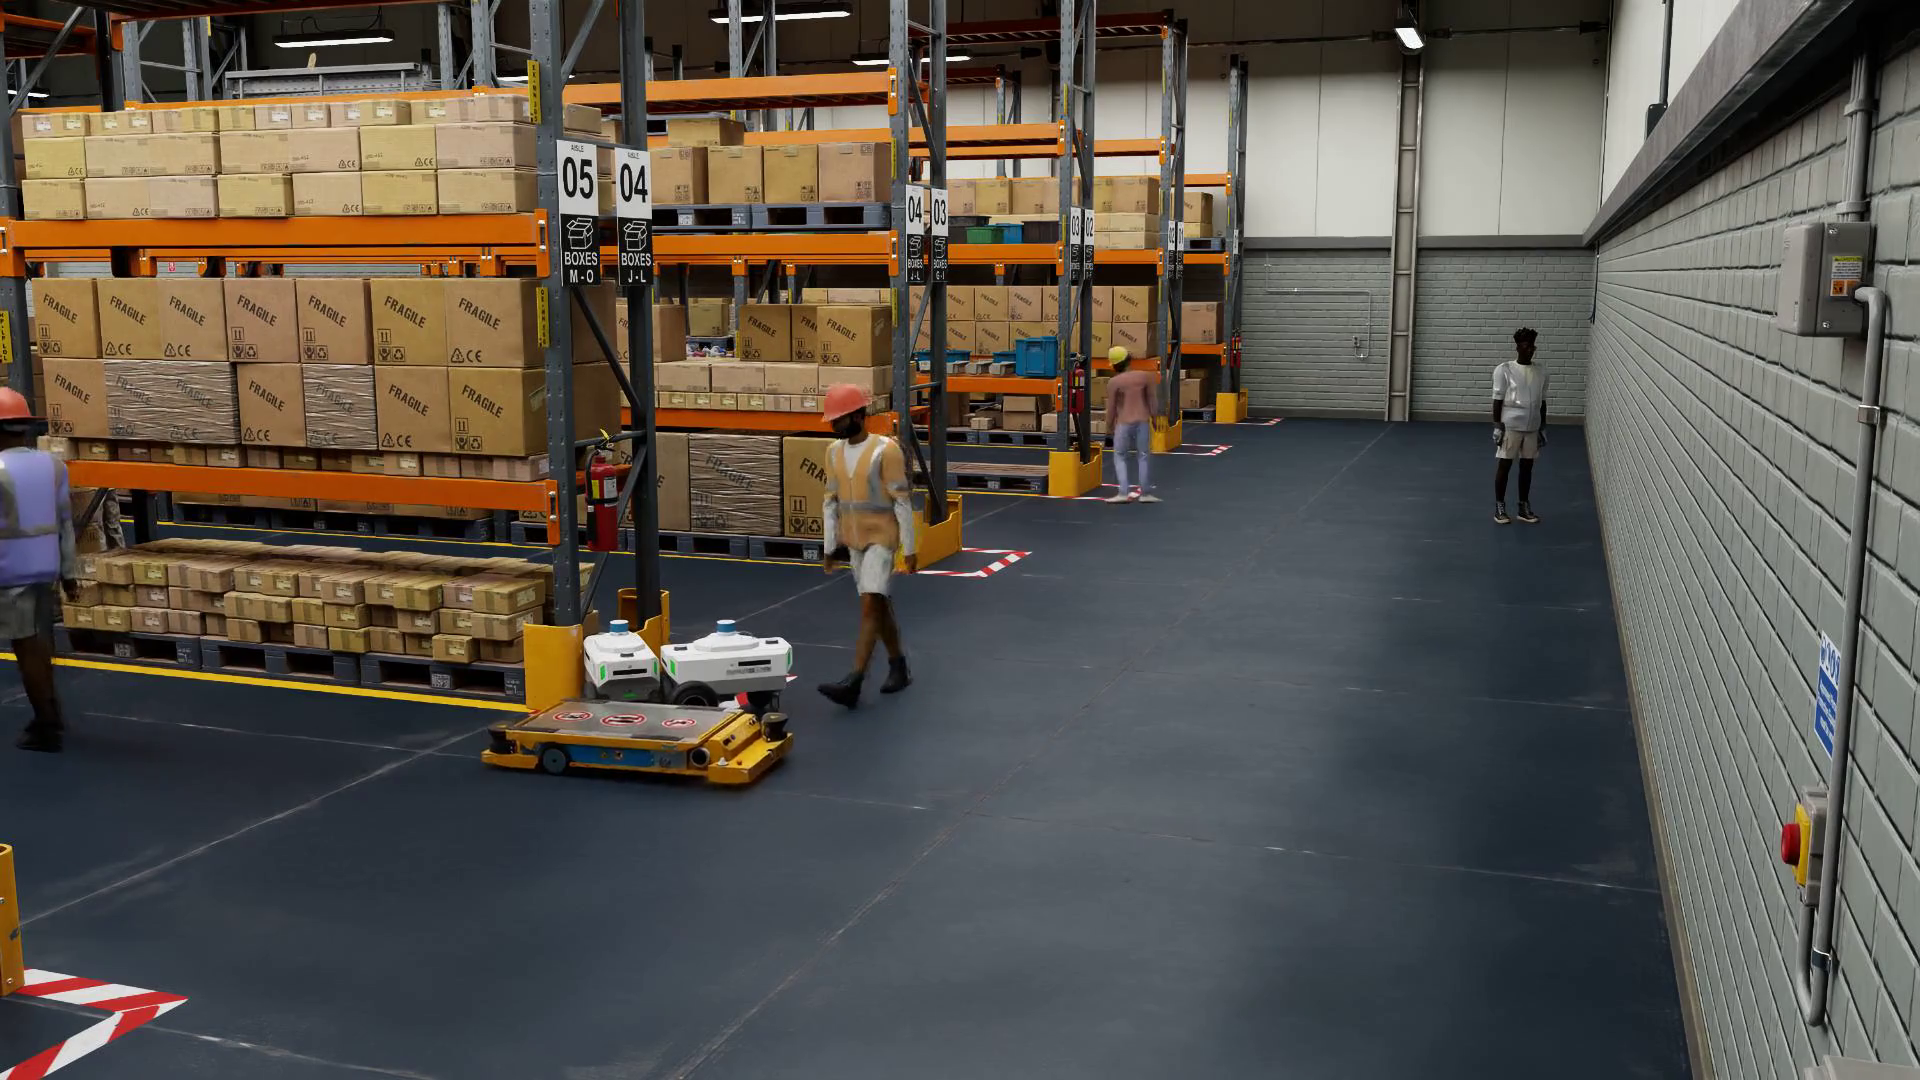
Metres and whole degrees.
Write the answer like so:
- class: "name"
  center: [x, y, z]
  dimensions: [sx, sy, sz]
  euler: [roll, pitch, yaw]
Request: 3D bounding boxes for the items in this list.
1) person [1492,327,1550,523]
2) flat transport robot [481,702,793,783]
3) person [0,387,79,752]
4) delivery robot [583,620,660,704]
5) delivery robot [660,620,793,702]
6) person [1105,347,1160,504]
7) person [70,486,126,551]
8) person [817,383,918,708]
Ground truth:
- class: "person"
  center: [5.634, -1.148, 16.719]
  dimensions: [0.607, 1.966, 0.367]
  euler: [-2, 9, -12]
- class: "flat transport robot"
  center: [-1.639, 1.013, 8.505]
  dimensions: [1.431, 0.197, 0.652]
  euler: [2, 9, 13]
- class: "person"
  center: [-4.966, 0.163, 8.708]
  dimensions: [0.577, 1.919, 0.544]
  euler: [3, 10, 18]
- class: "delivery robot"
  center: [-1.906, 0.692, 9.333]
  dimensions: [0.477, 0.478, 0.707]
  euler: [-3, 10, -20]
- class: "delivery robot"
  center: [-1.306, 0.692, 9.333]
  dimensions: [0.707, 0.478, 0.477]
  euler: [-3, 10, -19]
- class: "person"
  center: [1.904, -1.249, 18.135]
  dimensions: [0.655, 1.719, 0.327]
  euler: [-3, 9, -16]
- class: "person"
  center: [-6.771, -0.385, 13.009]
  dimensions: [0.318, 1.630, 0.513]
  euler: [1, 9, 4]
- class: "person"
  center: [-0.579, 0.029, 9.707]
  dimensions: [0.608, 1.866, 0.948]
  euler: [7, 12, 38]
